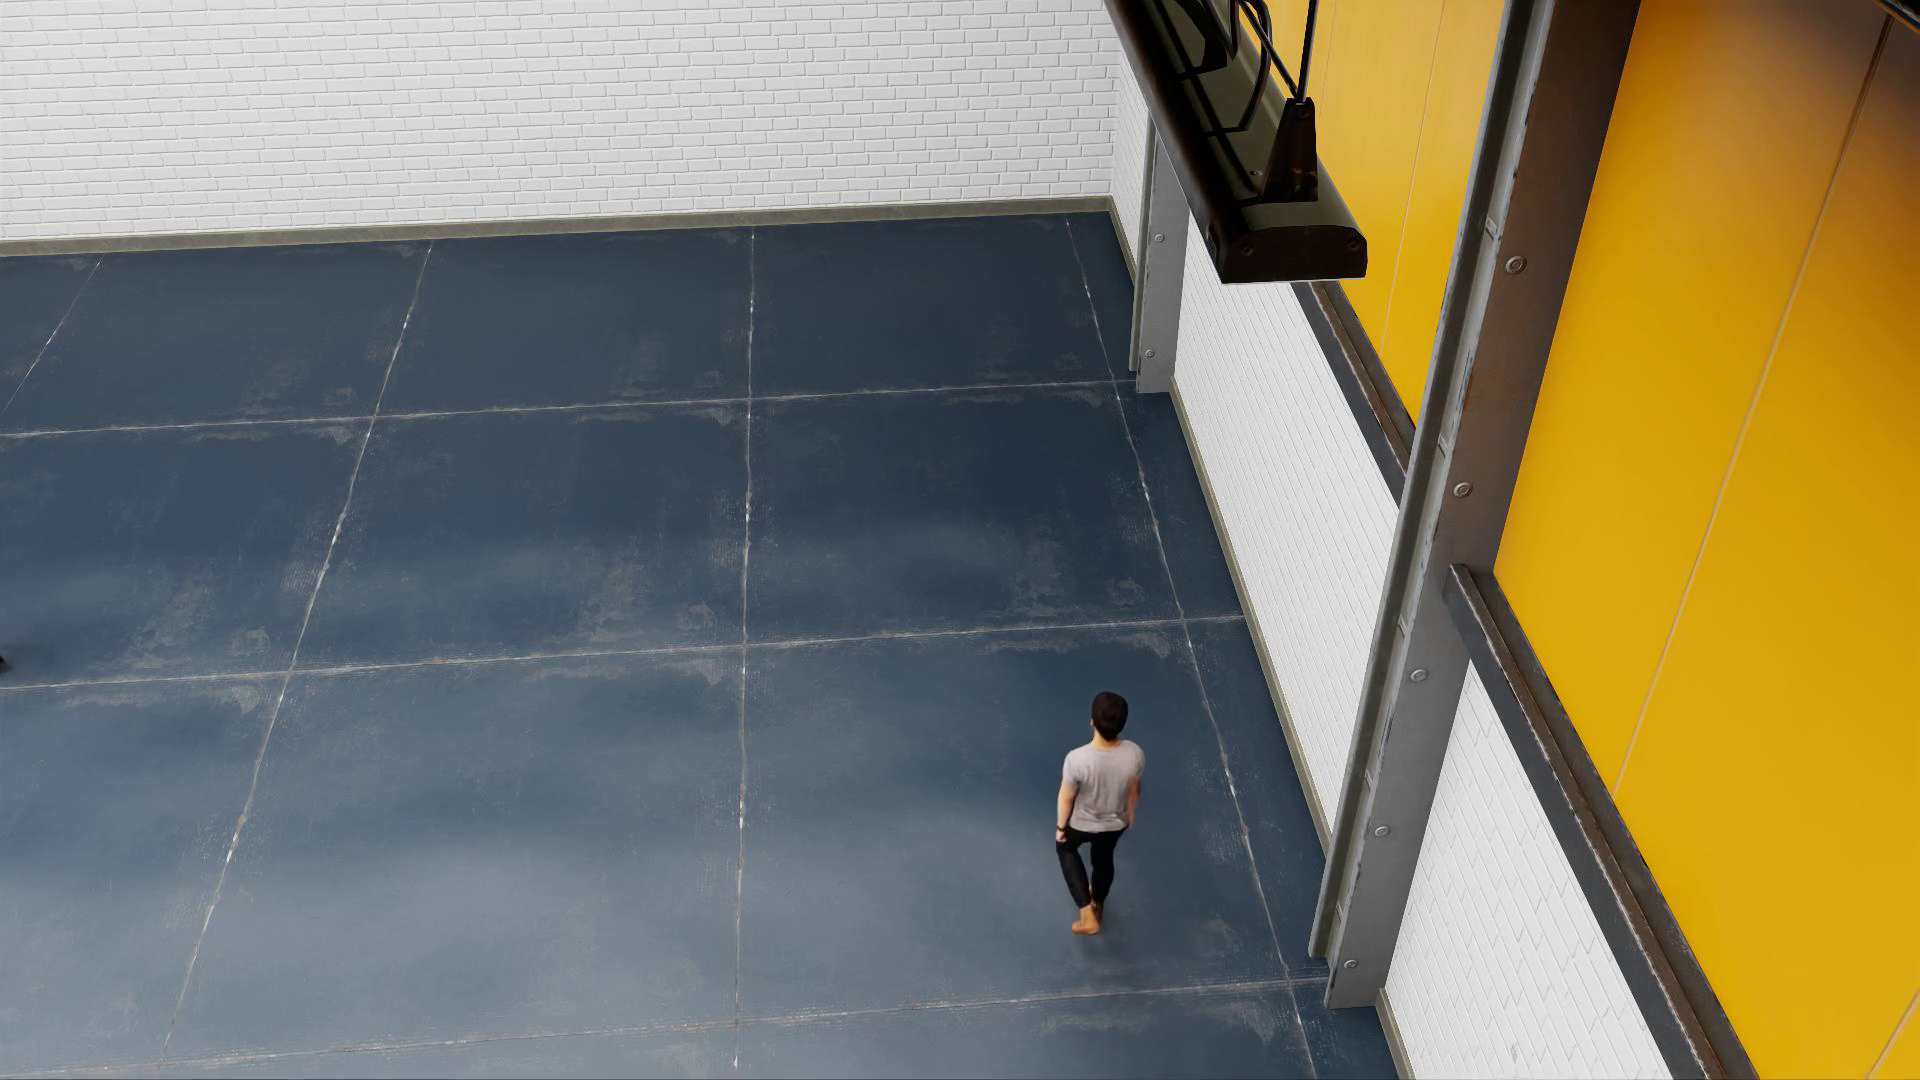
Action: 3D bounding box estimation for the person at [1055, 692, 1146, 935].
[{"bbox_3d":[0.737,1.523,8.838,0.654,1.710,0.746,-7,39,-9],"label":"person"}]
